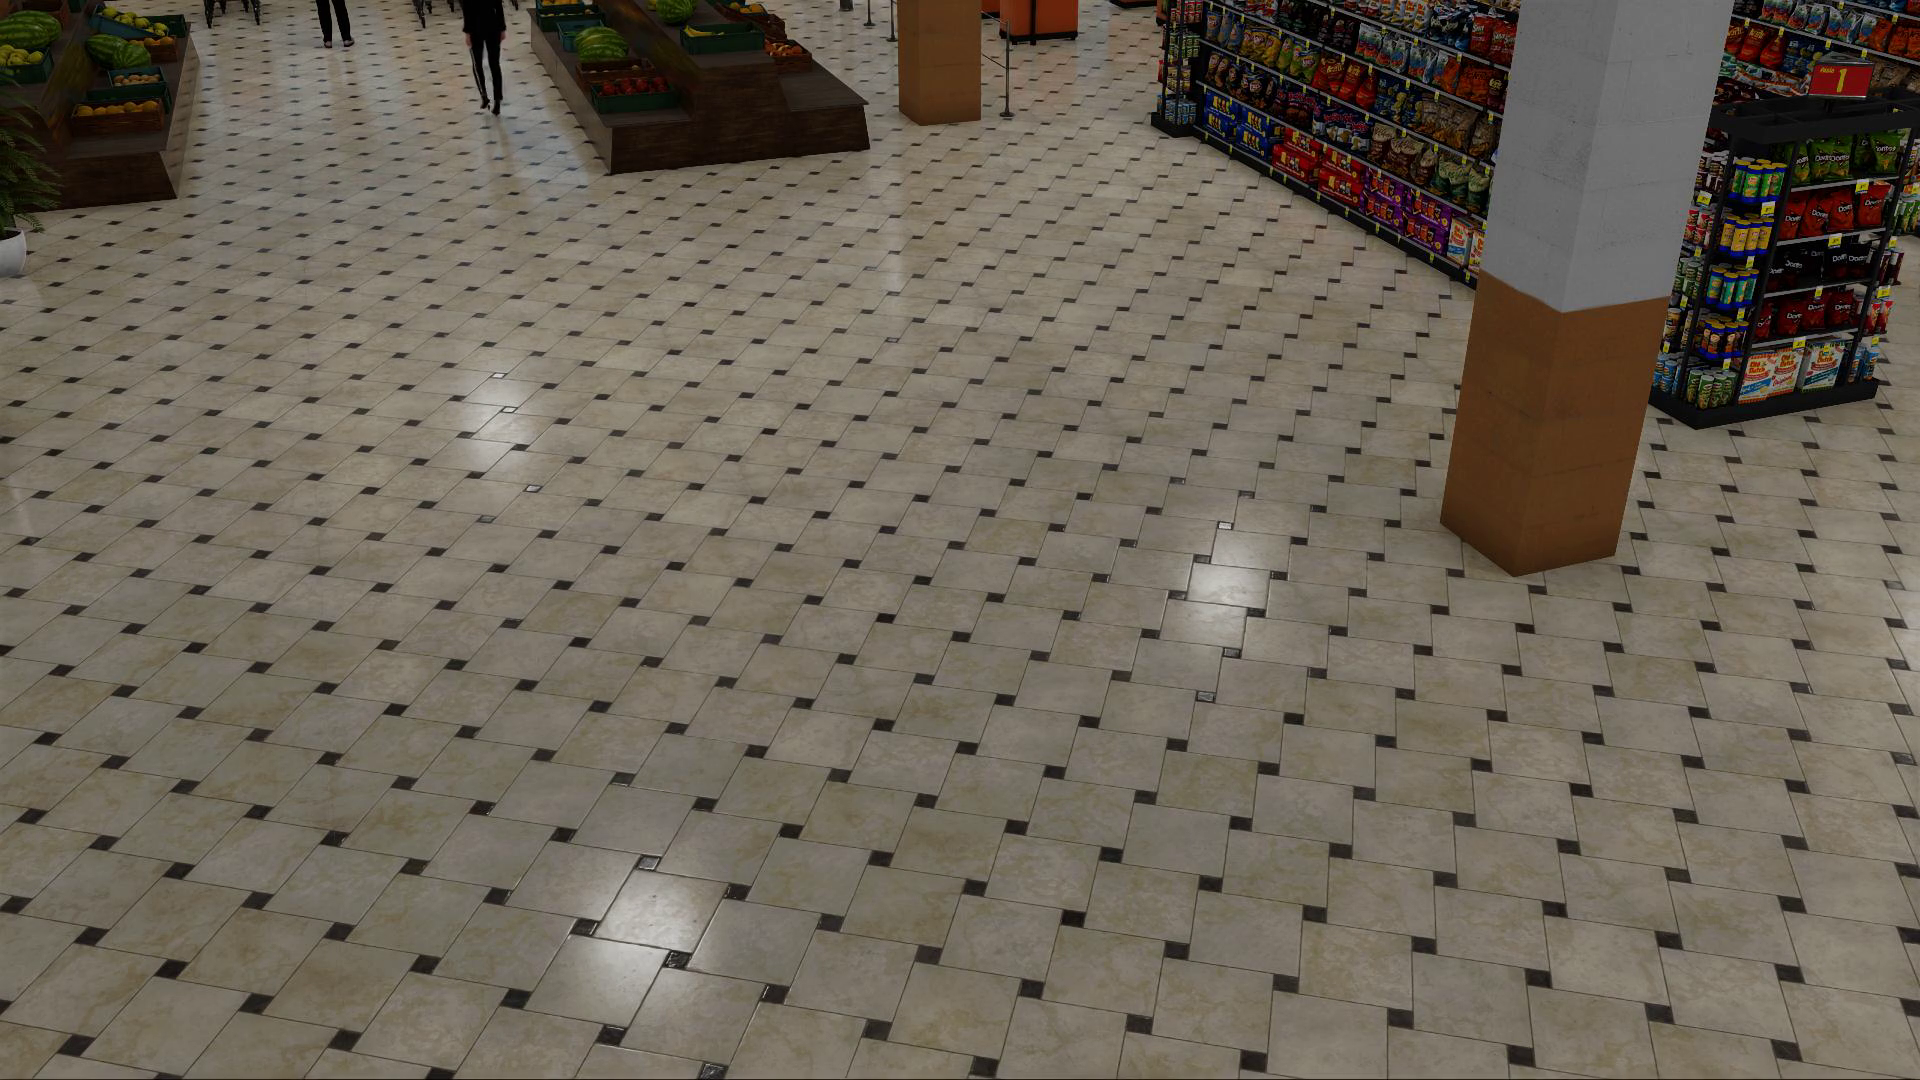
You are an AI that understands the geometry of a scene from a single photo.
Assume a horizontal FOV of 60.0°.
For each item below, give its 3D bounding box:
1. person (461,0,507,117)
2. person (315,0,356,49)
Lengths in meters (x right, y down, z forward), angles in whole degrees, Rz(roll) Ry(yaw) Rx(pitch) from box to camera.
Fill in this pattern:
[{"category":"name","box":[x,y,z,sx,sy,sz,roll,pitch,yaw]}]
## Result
[{"category":"person","box":[-5.001,-5.324,17.585,0.703,1.686,0.726,-15,32,-25]},{"category":"person","box":[-7.871,-6.959,20.652,0.653,1.616,0.617,-8,30,-15]}]
